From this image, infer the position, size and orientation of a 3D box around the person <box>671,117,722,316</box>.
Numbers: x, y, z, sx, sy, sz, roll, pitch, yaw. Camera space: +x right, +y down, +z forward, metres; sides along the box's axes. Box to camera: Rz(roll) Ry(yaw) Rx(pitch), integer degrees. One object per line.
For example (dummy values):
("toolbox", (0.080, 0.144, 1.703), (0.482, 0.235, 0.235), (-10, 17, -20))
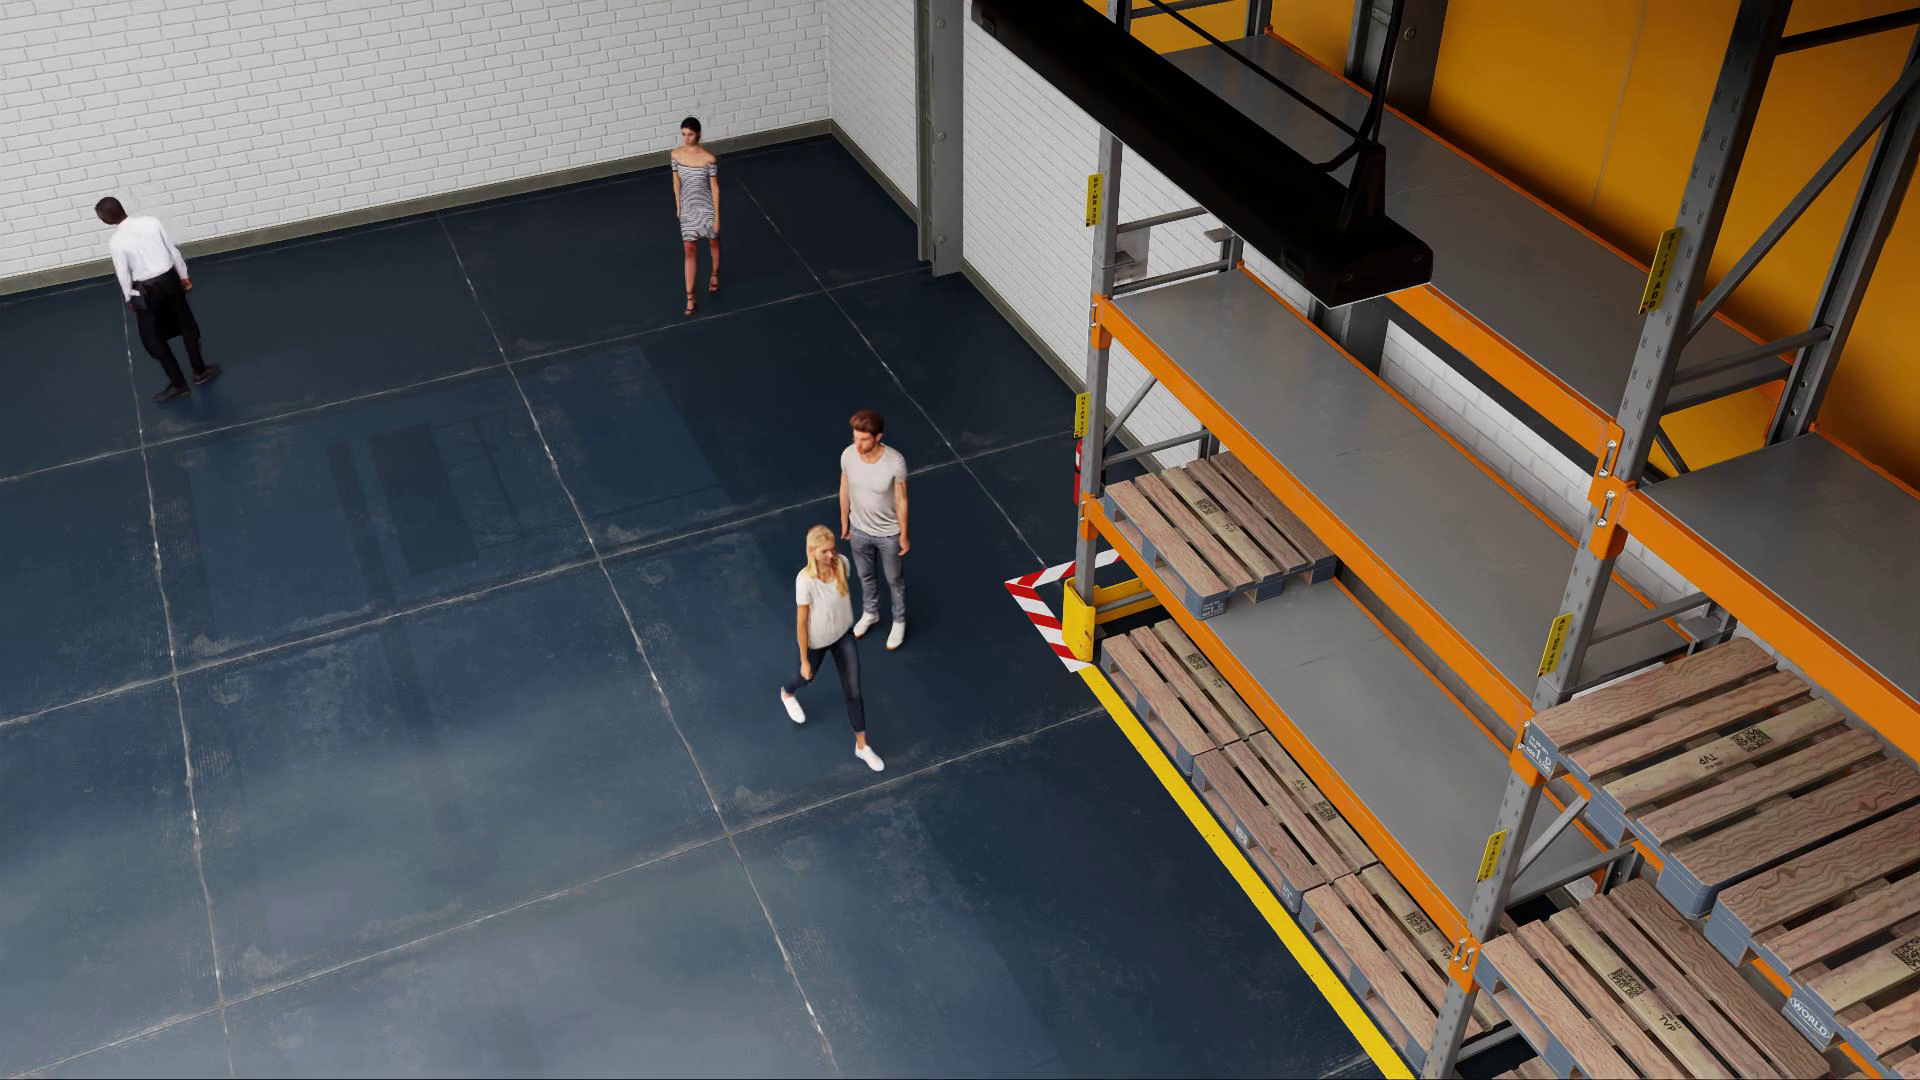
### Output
("person", (-2.300, -2.978, 14.962), (0.992, 1.787, 1.142), (6, 39, 8))

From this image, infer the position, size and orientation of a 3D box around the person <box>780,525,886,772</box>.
("person", (-0.914, 0.605, 10.491), (0.870, 1.768, 1.254), (-29, 47, -31))

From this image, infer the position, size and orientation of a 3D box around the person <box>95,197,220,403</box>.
("person", (-6.595, -2.064, 13.803), (0.867, 1.805, 0.765), (-24, 44, -27))

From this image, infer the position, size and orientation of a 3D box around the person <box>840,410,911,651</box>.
("person", (-0.558, -0.100, 11.276), (0.742, 1.889, 0.803), (13, 40, 16))
